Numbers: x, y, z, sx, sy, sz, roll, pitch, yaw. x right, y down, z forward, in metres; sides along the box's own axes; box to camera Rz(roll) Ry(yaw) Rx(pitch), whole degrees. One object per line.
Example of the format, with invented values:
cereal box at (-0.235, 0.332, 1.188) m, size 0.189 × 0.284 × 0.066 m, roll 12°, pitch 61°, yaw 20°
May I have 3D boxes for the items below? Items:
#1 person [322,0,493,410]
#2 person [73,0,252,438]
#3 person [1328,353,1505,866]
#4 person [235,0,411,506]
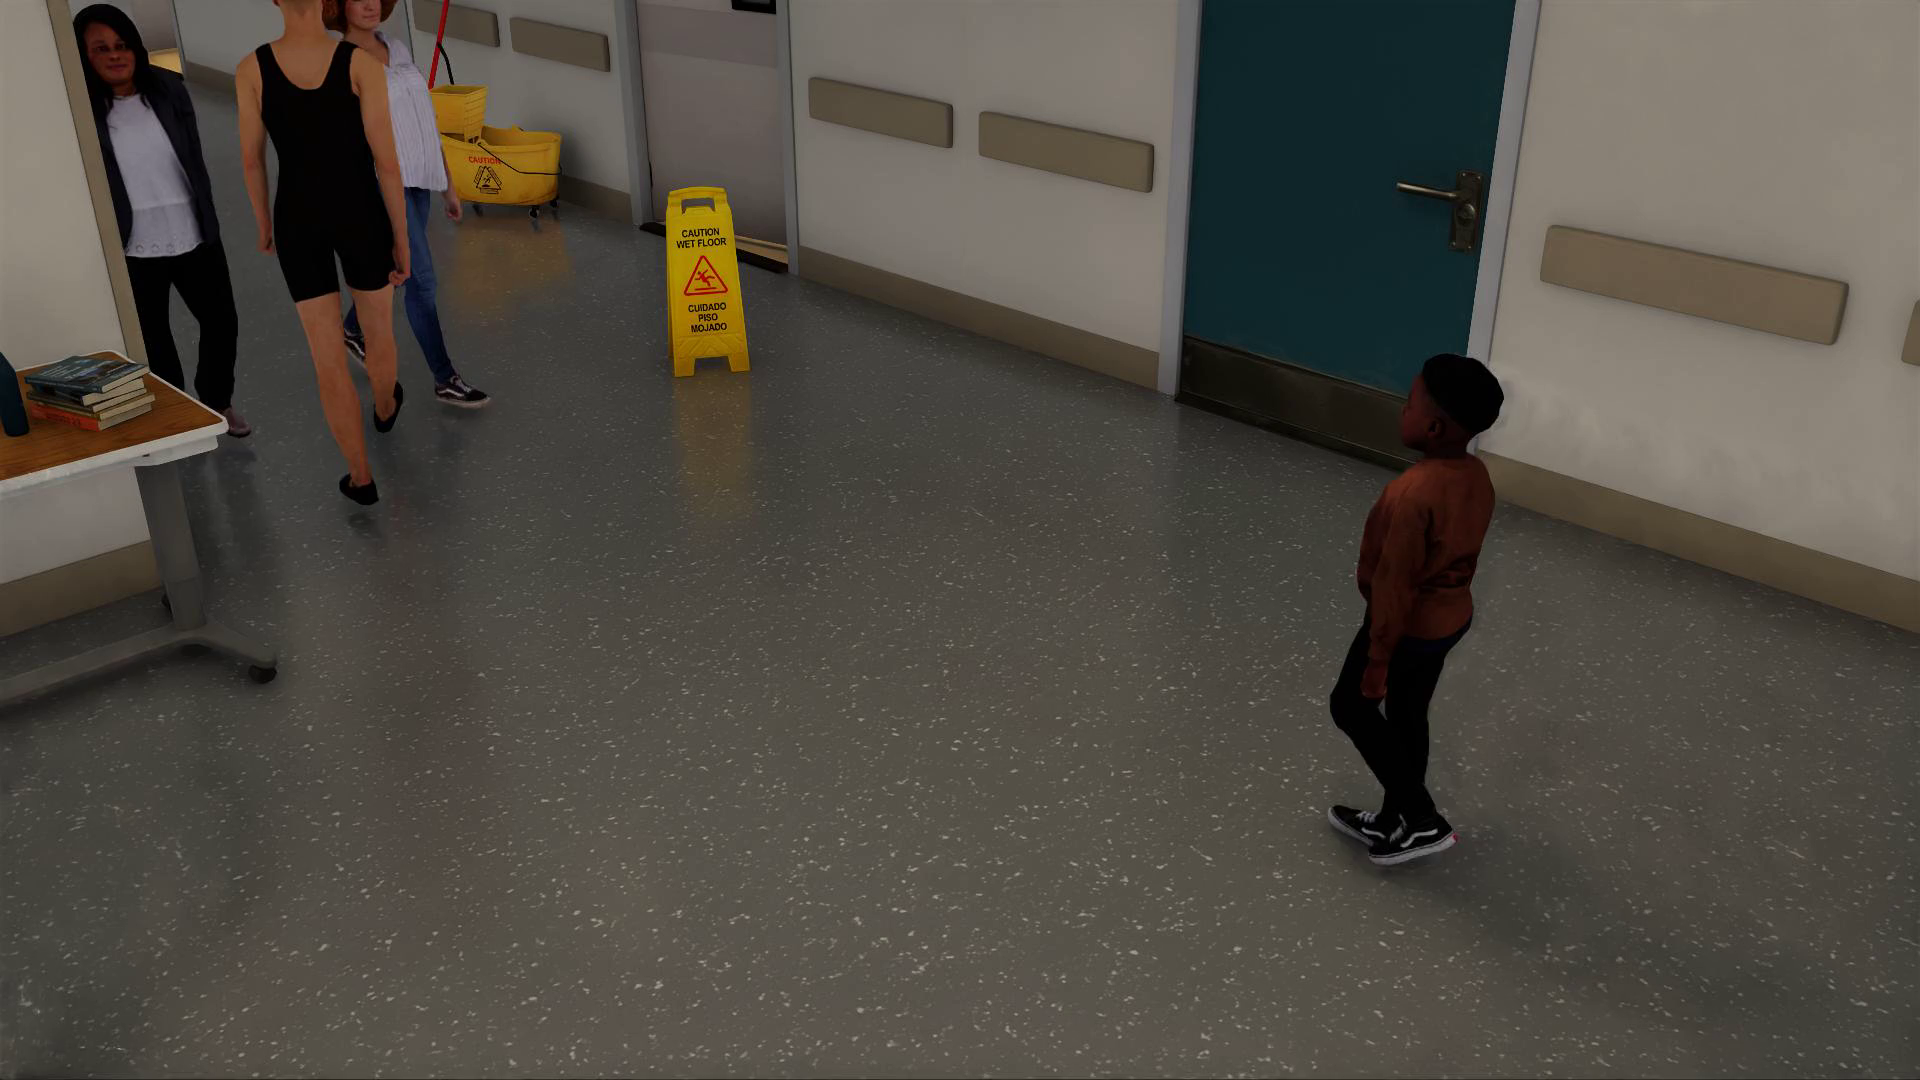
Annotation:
person at (-2.278, -1.380, 6.474) m, size 1.214 × 1.688 × 0.904 m, roll 11°, pitch 28°, yaw 21°
person at (-2.958, -1.123, 6.060) m, size 0.690 × 1.585 × 0.663 m, roll -20°, pitch 32°, yaw -36°
person at (1.057, 0.206, 3.693) m, size 0.538 × 1.248 × 0.572 m, roll -22°, pitch 33°, yaw -38°
person at (-2.090, -0.966, 5.543) m, size 1.065 × 1.752 × 1.269 m, roll -8°, pitch 27°, yaw -16°
